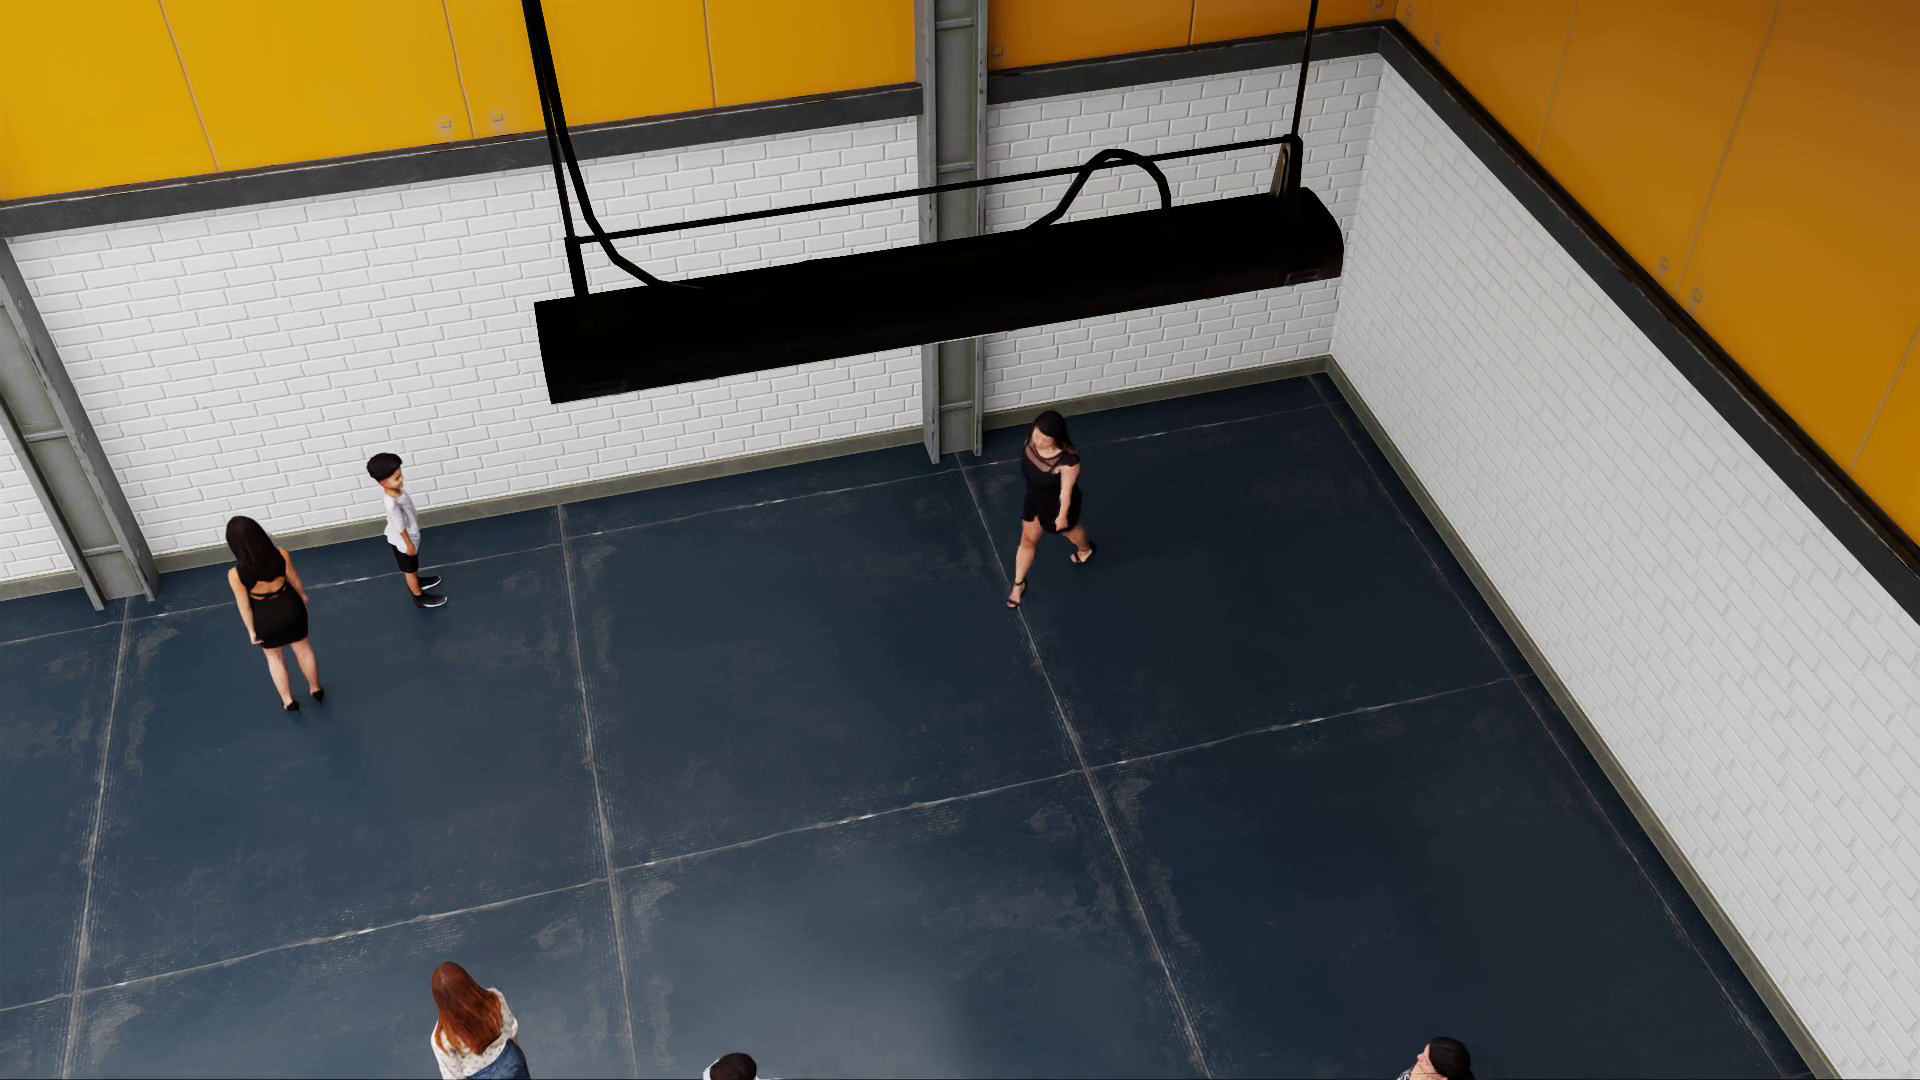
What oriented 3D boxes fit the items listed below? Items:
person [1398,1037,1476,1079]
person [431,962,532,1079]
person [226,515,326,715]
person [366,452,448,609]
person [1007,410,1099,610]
[{"bbox_3d":[2.193,2.881,7.750,1.141,1.776,0.938,10,45,11],"label":"person"},{"bbox_3d":[-2.289,2.580,8.101,0.712,1.728,0.609,33,53,30],"label":"person"},{"bbox_3d":[-4.207,0.505,10.338,0.578,1.645,0.705,-27,50,-25],"label":"person"},{"bbox_3d":[-3.770,-0.068,11.221,0.510,1.258,0.499,-14,45,-14],"label":"person"},{"bbox_3d":[0.664,-0.293,11.170,1.184,1.654,0.989,-25,49,-24],"label":"person"}]
